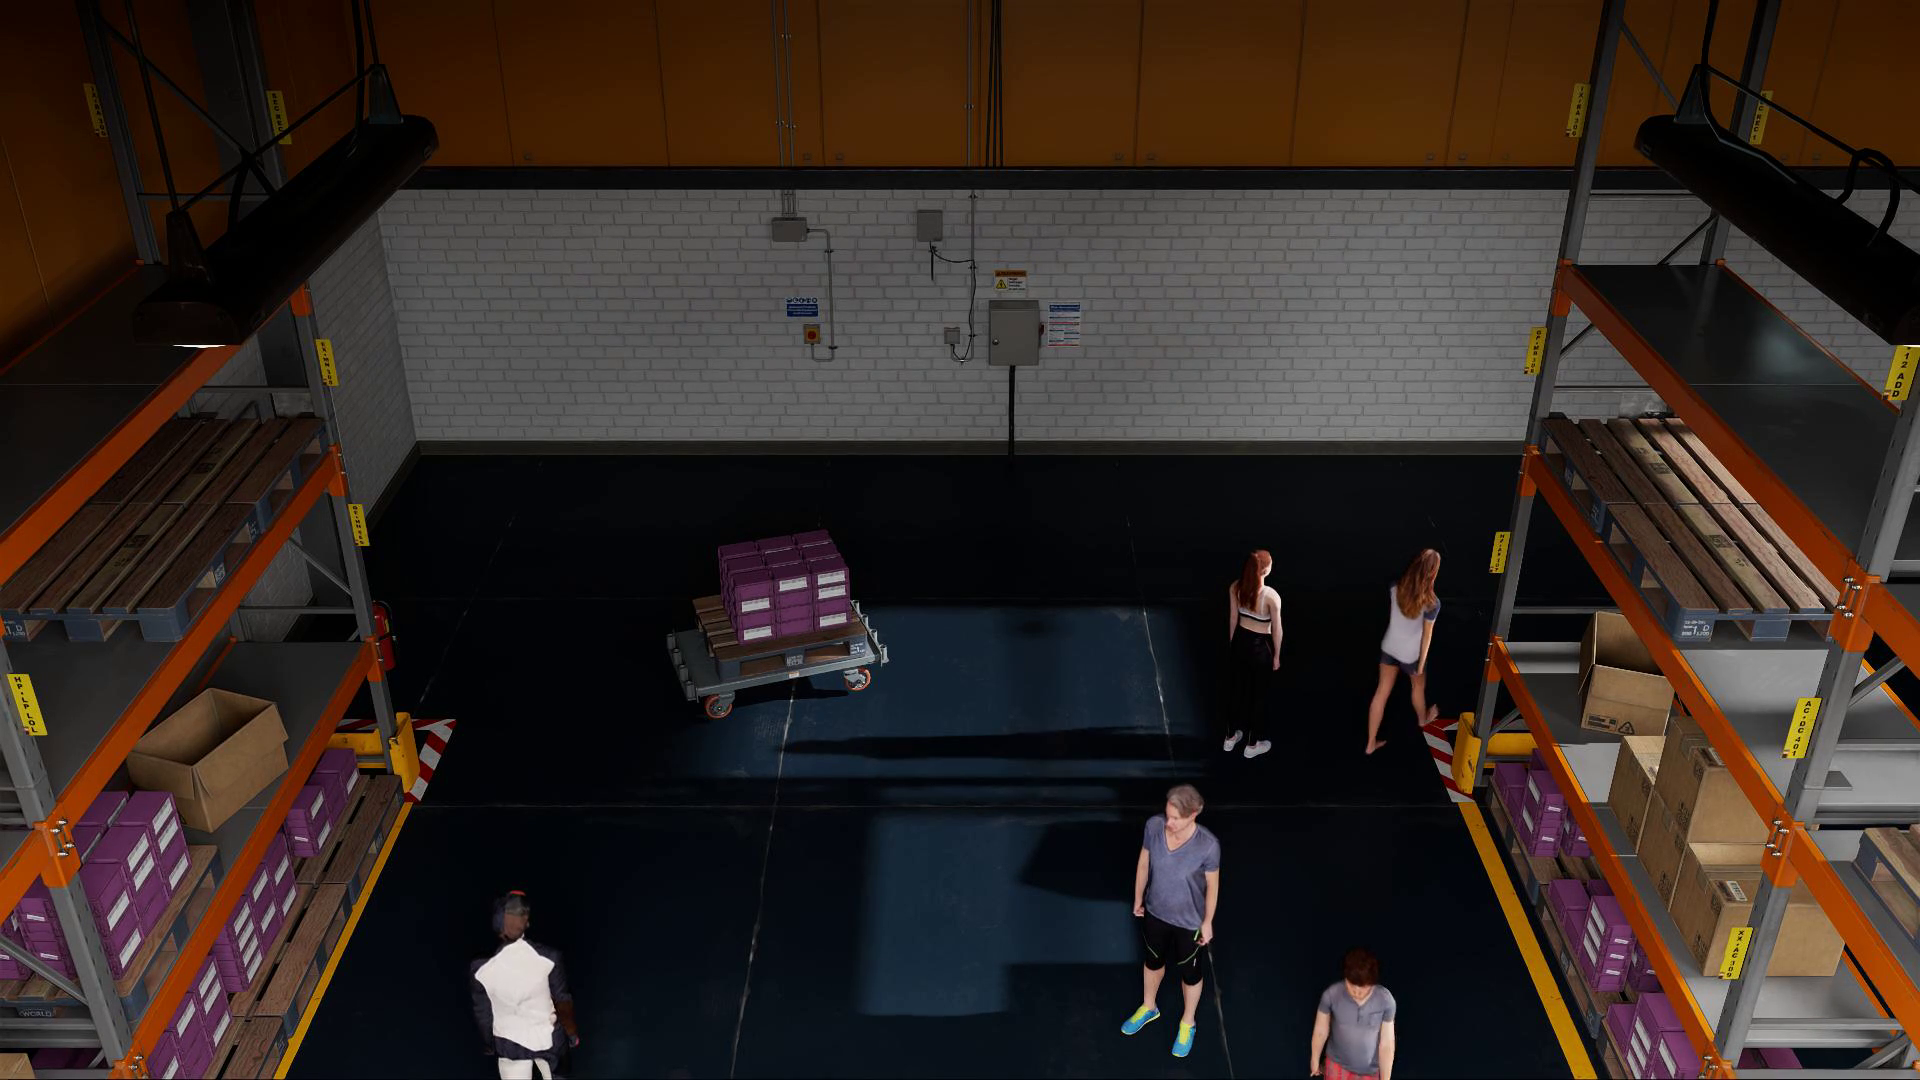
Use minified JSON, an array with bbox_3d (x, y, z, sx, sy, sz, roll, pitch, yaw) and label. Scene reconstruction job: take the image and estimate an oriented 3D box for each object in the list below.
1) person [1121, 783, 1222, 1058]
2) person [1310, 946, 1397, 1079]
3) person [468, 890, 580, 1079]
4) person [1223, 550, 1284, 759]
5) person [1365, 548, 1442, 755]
[{"bbox_3d":[1.274,2.208,9.828,0.759,1.883,0.765,17,33,28],"label":"person"},{"bbox_3d":[2.133,2.802,9.007,0.695,1.629,1.129,4,29,7],"label":"person"},{"bbox_3d":[-2.318,2.677,8.960,0.709,1.892,0.635,-4,29,-8],"label":"person"},{"bbox_3d":[2.184,0.846,12.475,0.669,1.740,0.710,22,35,34],"label":"person"},{"bbox_3d":[3.271,0.874,12.482,1.070,1.684,1.019,-25,37,-38],"label":"person"}]
